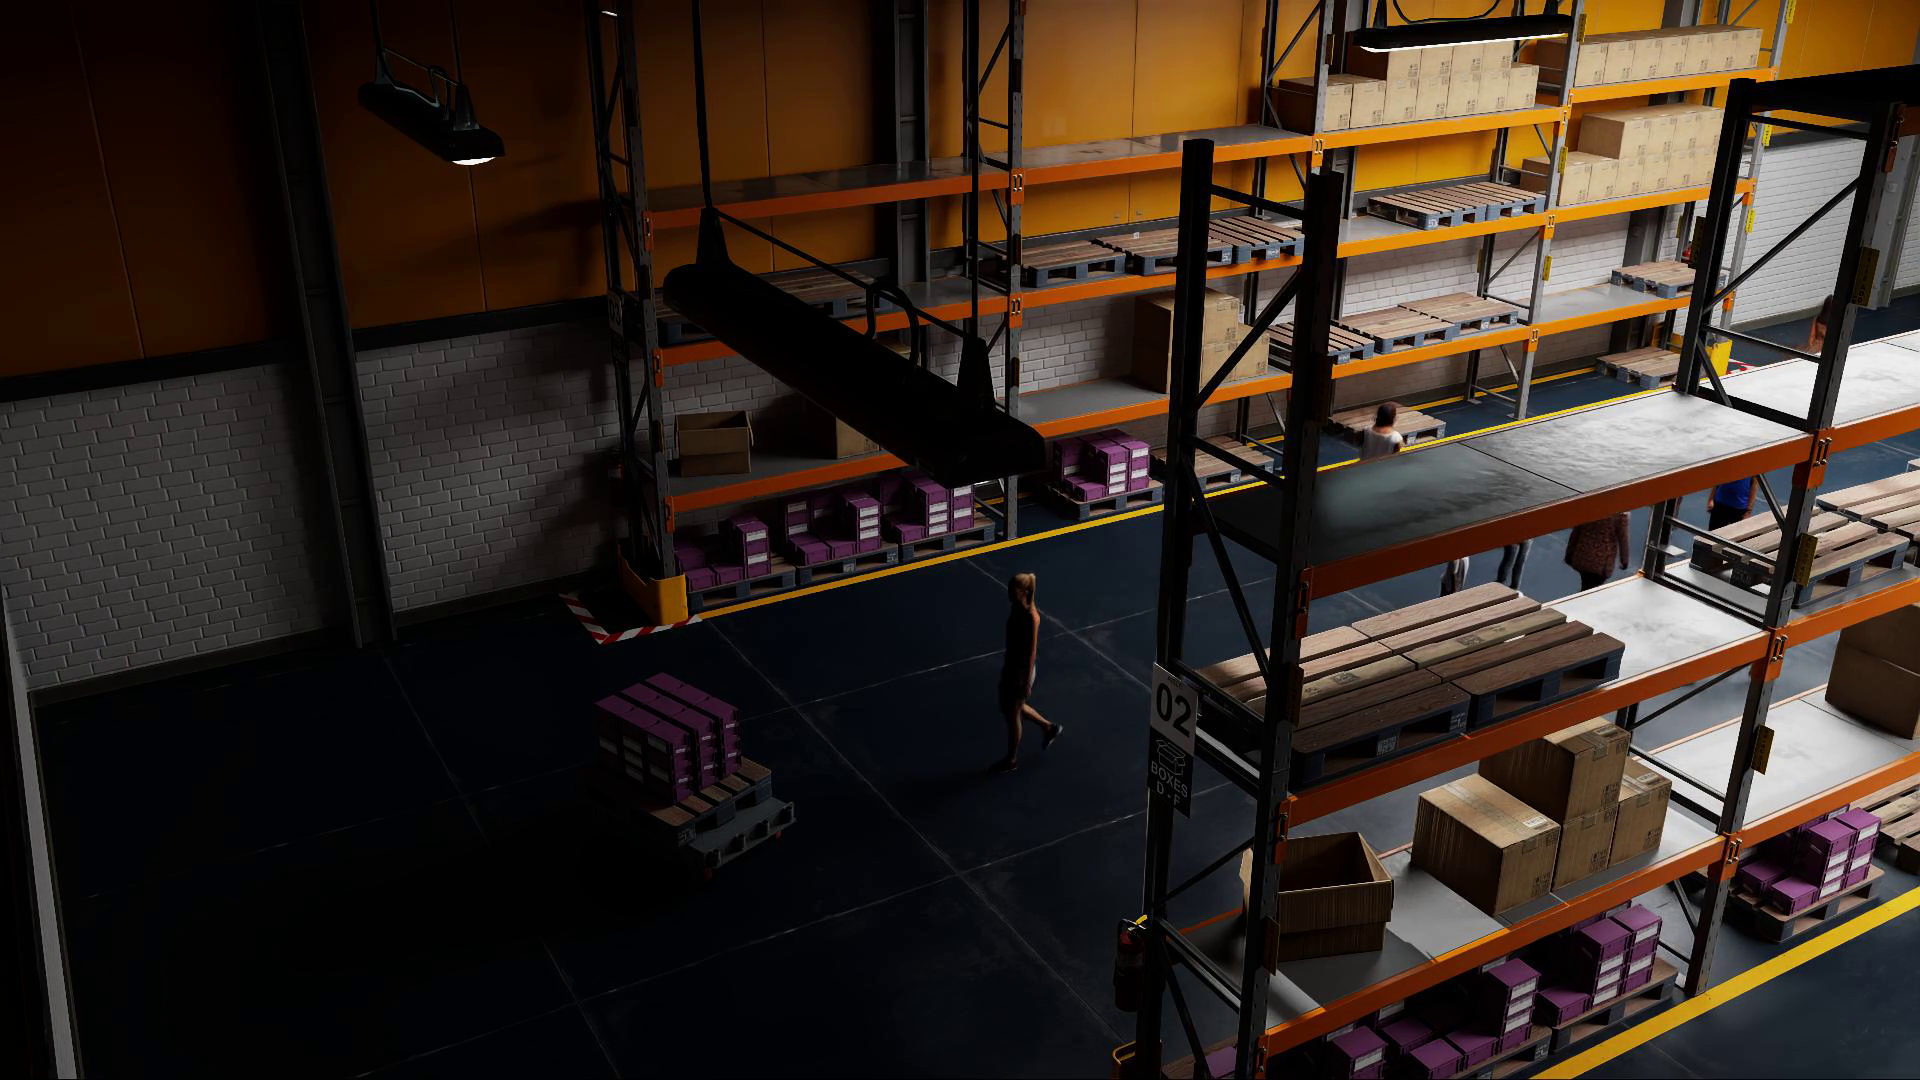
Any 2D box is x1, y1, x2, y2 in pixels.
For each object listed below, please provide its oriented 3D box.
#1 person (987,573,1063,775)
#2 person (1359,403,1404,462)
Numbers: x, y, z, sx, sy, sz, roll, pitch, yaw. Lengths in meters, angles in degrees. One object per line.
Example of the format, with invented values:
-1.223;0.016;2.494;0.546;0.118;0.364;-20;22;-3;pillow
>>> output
0.556;1.068;13.808;0.972;1.833;0.721;-8;25;-18;person
4.490;-0.668;17.981;0.814;1.672;0.982;20;31;38;person
